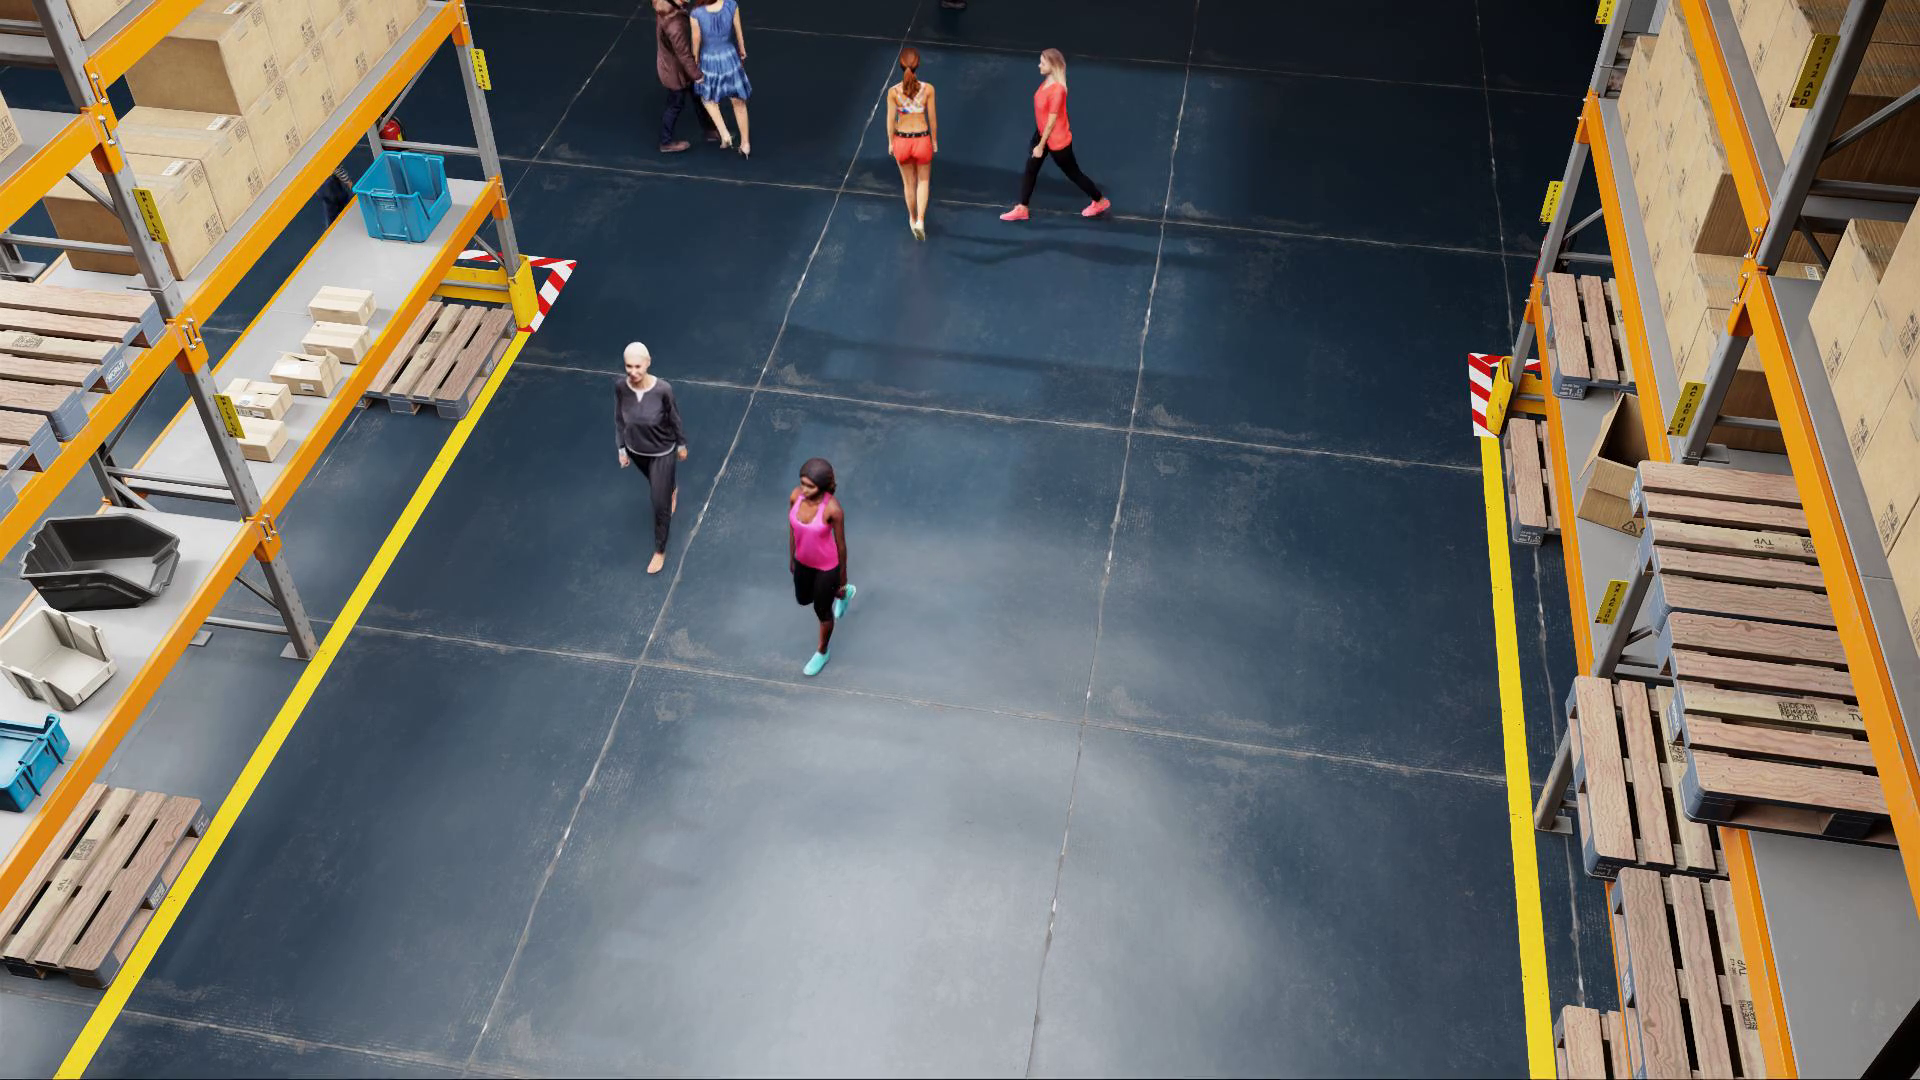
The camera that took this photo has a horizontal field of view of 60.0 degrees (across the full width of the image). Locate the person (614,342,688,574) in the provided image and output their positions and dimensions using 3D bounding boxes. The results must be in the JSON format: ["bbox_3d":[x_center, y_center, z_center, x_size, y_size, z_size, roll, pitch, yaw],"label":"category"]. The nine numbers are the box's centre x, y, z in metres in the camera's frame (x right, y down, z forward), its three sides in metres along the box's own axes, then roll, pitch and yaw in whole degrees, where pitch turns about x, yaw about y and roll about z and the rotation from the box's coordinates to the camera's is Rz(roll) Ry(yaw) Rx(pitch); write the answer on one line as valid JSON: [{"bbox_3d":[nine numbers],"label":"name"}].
[{"bbox_3d":[-2.123,-0.700,11.541,0.630,1.685,1.089,7,44,7],"label":"person"}]

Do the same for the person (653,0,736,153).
[{"bbox_3d":[-2.667,-4.355,15.295,0.927,1.798,0.940,-4,44,-4],"label":"person"}]

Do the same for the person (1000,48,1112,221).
[{"bbox_3d":[0.920,-3.460,14.469,0.962,1.642,1.217,-8,44,-8],"label":"person"}]

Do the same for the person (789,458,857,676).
[{"bbox_3d":[-0.861,0.096,10.686,0.773,1.711,0.964,24,49,23],"label":"person"}]

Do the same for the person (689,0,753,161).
[{"bbox_3d":[-2.176,-4.272,15.222,0.901,1.780,0.955,-19,47,-18],"label":"person"}]

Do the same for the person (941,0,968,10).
[{"bbox_3d":[-0.093,-6.590,17.599,0.874,1.857,0.729,-4,44,-4],"label":"person"}]

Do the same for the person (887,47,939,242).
[{"bbox_3d":[-0.396,-3.331,14.235,0.712,1.779,0.923,-3,44,-3],"label":"person"}]
